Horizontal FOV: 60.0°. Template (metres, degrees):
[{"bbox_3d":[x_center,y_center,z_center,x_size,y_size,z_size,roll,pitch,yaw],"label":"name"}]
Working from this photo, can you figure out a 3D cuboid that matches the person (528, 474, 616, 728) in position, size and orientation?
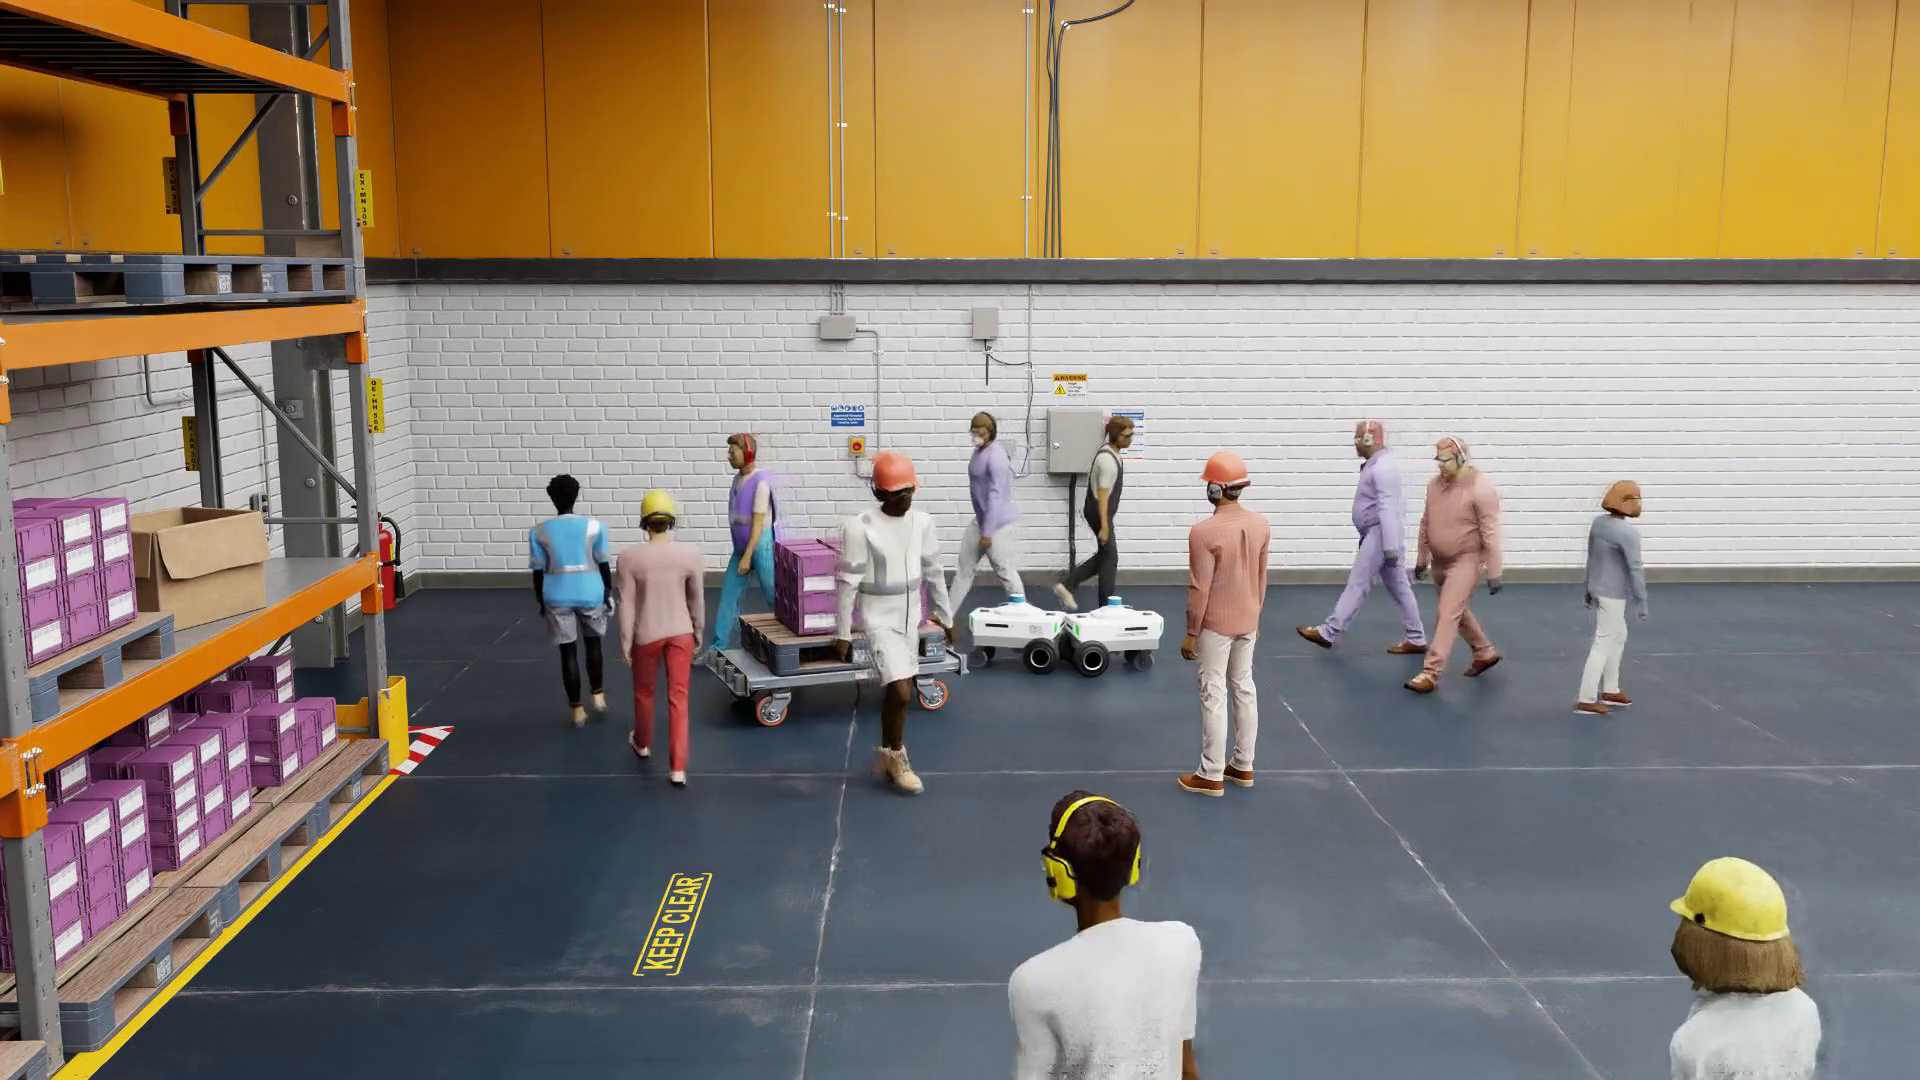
[{"bbox_3d":[-2.592,0.394,11.136,0.558,1.661,0.620,-3,10,-15],"label":"person"}]

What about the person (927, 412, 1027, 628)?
[{"bbox_3d":[0.140,-0.113,13.627,1.008,1.874,0.666,-2,10,-15],"label":"person"}]

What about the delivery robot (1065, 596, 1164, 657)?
[{"bbox_3d":[1.168,0.671,12.569,0.707,0.478,0.477,-2,9,-11],"label":"delivery robot"}]

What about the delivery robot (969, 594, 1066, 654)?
[{"bbox_3d":[0.435,0.654,12.672,0.707,0.478,0.477,2,9,14],"label":"delivery robot"}]

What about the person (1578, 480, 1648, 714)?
[{"bbox_3d":[4.499,0.391,11.332,0.617,1.609,0.525,-1,9,-9],"label":"person"}]

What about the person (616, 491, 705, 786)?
[{"bbox_3d":[-1.795,0.559,9.979,0.544,1.711,0.919,-4,10,-21],"label":"person"}]

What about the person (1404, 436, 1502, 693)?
[{"bbox_3d":[3.589,0.158,12.023,0.949,1.861,0.690,-4,10,-24],"label":"person"}]

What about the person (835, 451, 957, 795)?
[{"bbox_3d":[-0.340,0.481,9.559,0.766,2.008,0.635,-8,13,-42],"label":"person"}]

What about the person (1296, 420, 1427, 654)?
[{"bbox_3d":[3.218,-0.013,13.100,1.035,1.841,0.703,3,10,17],"label":"person"}]

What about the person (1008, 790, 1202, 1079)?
[{"bbox_3d":[0.324,1.491,3.846,0.542,1.853,0.433,-4,10,-25],"label":"person"}]

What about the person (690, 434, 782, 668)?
[{"bbox_3d":[-1.593,0.090,12.682,0.960,1.791,0.569,-6,11,-34],"label":"person"}]

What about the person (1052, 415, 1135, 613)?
[{"bbox_3d":[1.163,-0.171,14.172,0.655,1.813,0.568,1,9,9],"label":"person"}]

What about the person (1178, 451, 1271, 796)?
[{"bbox_3d":[1.524,0.479,9.619,0.612,1.997,0.375,-7,12,-38],"label":"person"}]

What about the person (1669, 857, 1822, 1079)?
[{"bbox_3d":[1.795,1.567,3.890,0.500,1.690,0.943,-5,11,-29],"label":"person"}]
